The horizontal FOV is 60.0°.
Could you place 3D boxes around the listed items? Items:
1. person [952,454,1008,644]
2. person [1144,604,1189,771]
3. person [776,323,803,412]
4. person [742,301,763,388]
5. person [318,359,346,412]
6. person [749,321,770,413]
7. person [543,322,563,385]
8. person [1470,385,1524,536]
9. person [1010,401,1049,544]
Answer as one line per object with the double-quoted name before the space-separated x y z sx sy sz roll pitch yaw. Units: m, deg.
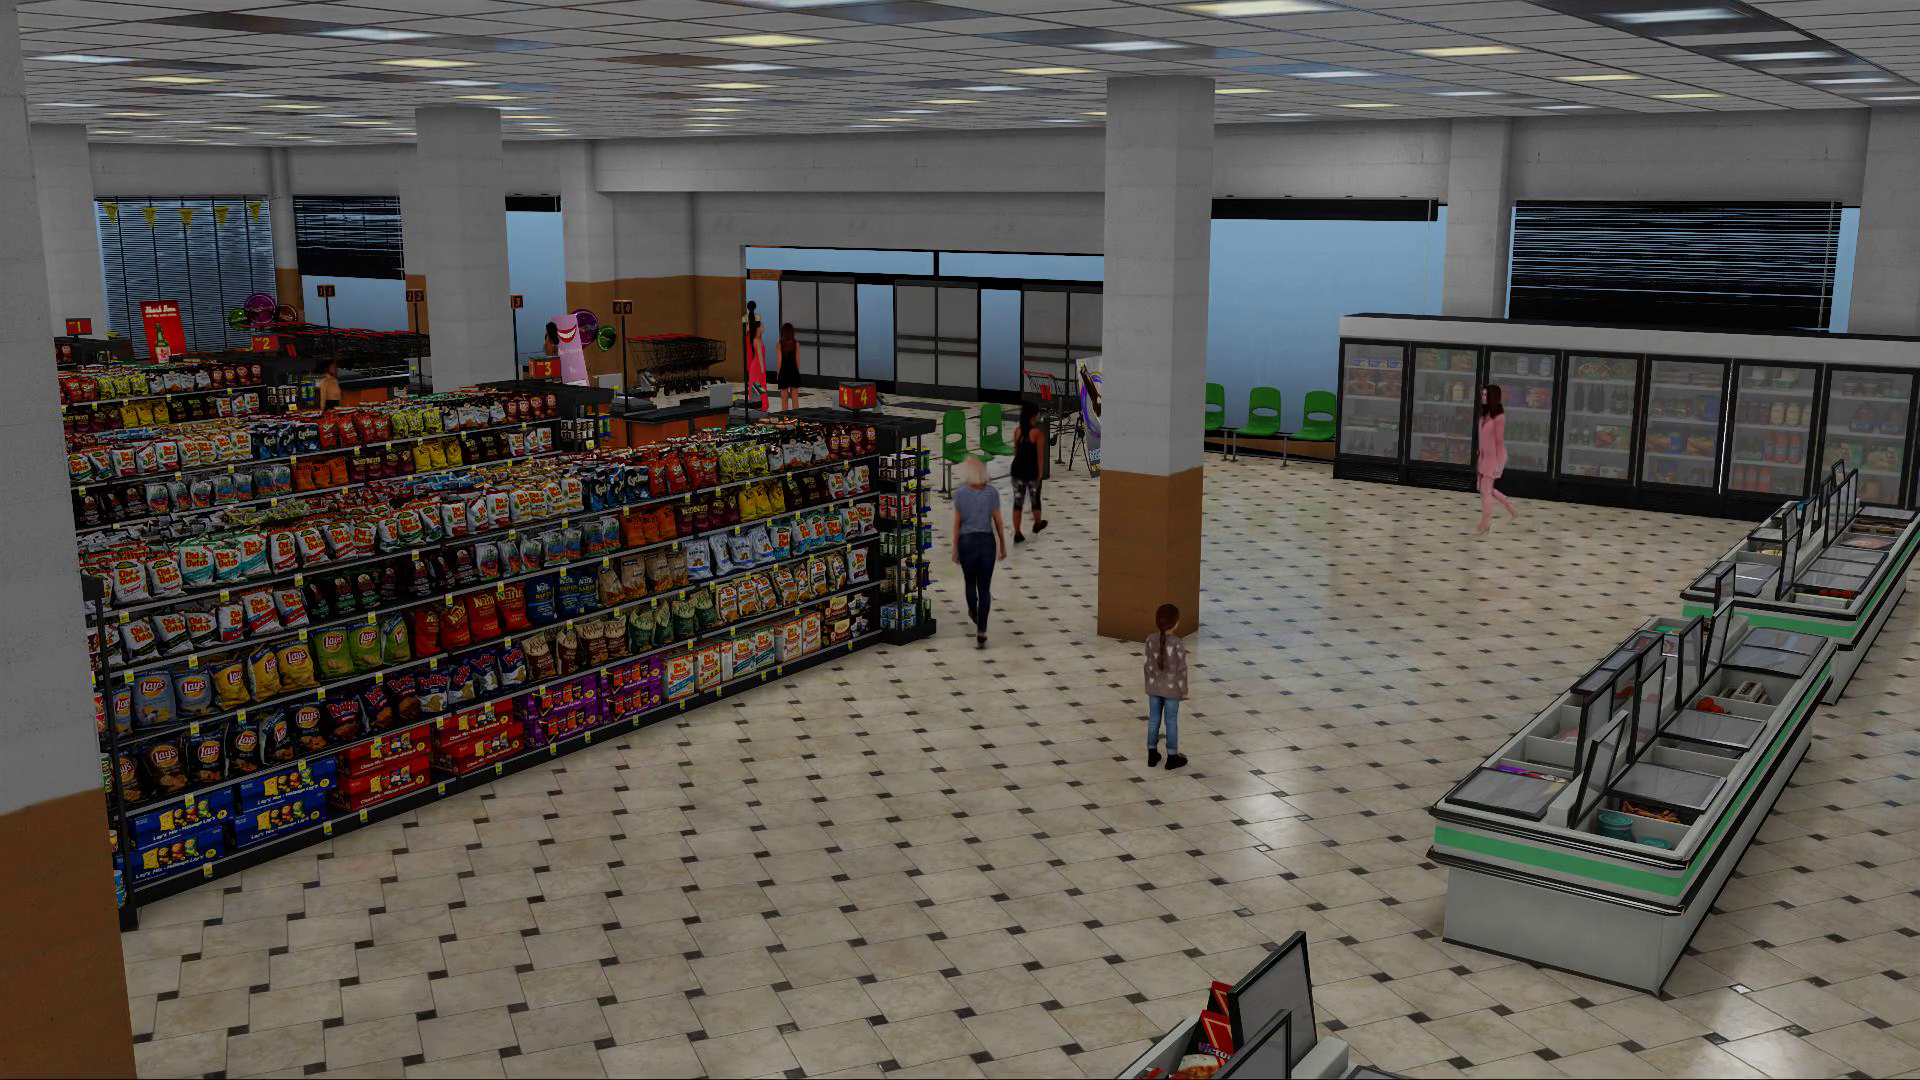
"person" 0.155 0.112 14.946 1.049 1.673 1.178 0 12 0
"person" 1.446 1.028 11.755 0.486 1.194 0.469 7 14 31
"person" -2.904 -2.763 28.204 0.627 1.835 0.722 -5 13 -22
"person" -4.301 -4.076 34.541 0.638 1.793 0.742 -5 13 -23
"person" -9.148 -1.785 24.040 0.859 1.637 0.821 1 12 4
"person" -3.649 -3.102 30.073 0.748 1.727 0.713 -4 13 -19
"person" -7.535 -3.216 30.817 0.784 1.645 0.642 2 12 7
"person" 6.354 -0.934 19.631 1.011 1.787 0.946 -2 12 -11
"person" 0.725 -0.753 19.162 0.670 1.627 1.090 6 13 26
